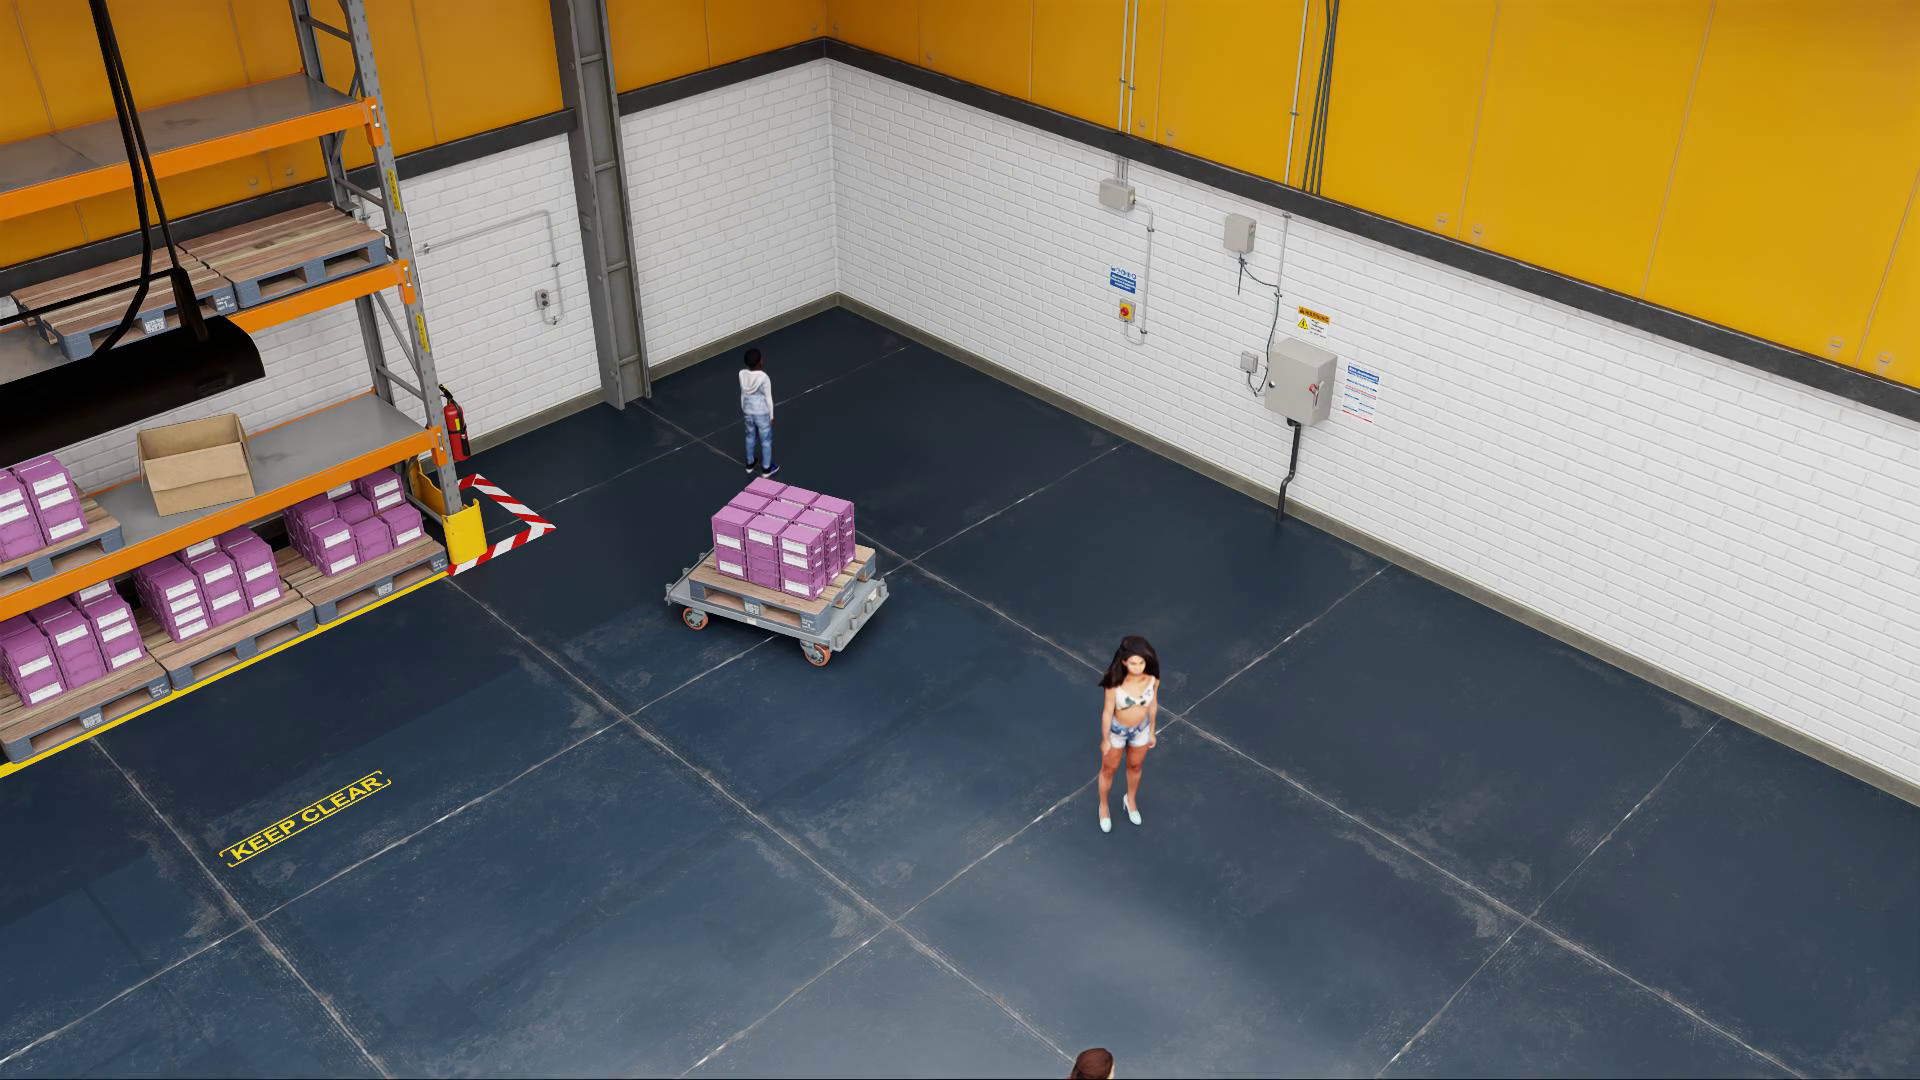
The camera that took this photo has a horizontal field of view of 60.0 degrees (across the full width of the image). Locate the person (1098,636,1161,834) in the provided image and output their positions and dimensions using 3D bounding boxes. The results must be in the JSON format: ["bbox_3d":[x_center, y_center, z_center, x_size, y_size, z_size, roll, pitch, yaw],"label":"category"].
[{"bbox_3d":[1.145,1.320,11.371,0.635,1.625,0.718,-9,35,-13],"label":"person"}]

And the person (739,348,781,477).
[{"bbox_3d":[-1.897,-1.201,15.496,0.542,1.255,0.560,15,37,22],"label":"person"}]

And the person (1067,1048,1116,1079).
[{"bbox_3d":[0.659,3.184,8.630,0.610,1.554,0.552,-26,41,-33],"label":"person"}]
